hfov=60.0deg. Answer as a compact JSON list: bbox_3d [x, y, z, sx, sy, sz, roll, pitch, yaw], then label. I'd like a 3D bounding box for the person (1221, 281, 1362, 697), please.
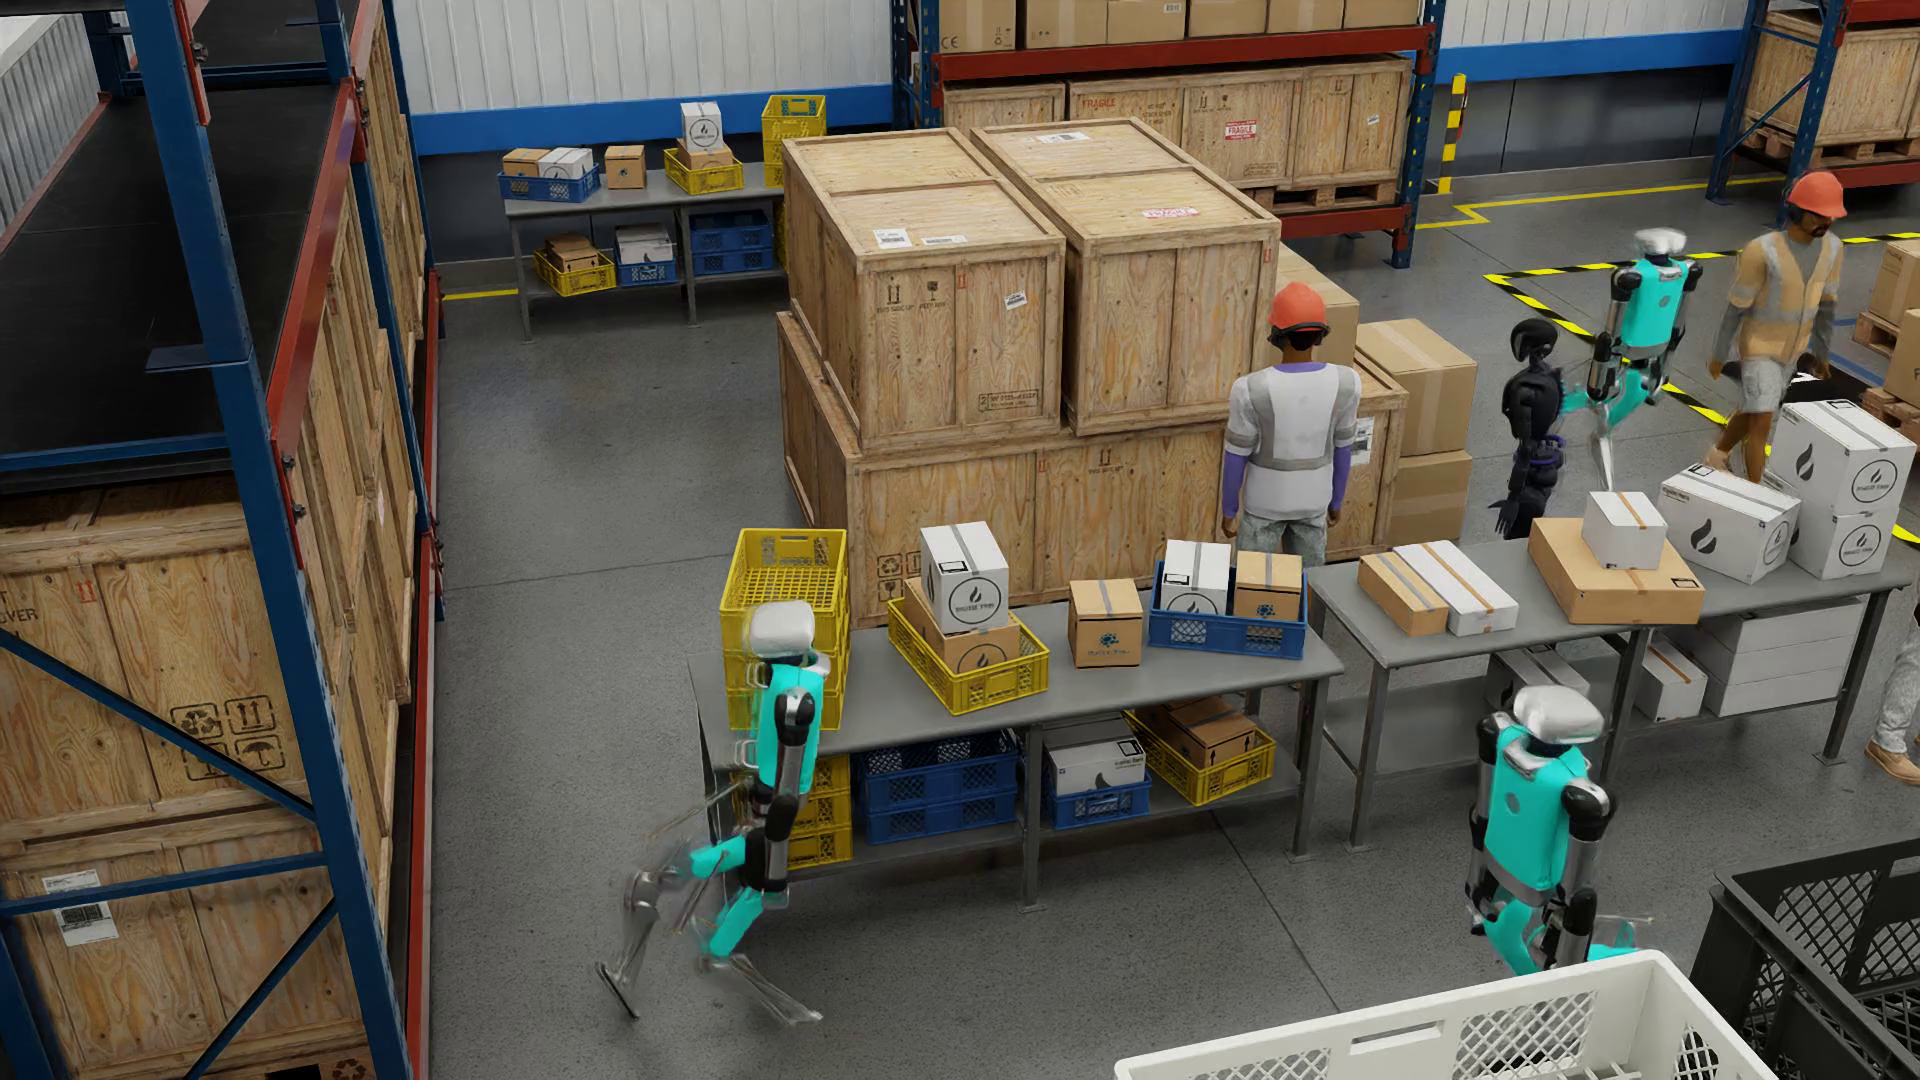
[{"bbox_3d":[1.485,-0.205,7.669,0.600,2.035,0.398,-3,29,-5],"label":"person"}]

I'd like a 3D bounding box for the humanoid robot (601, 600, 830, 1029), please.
[{"bbox_3d":[-0.930,1.030,5.755,1.013,1.760,0.561,-2,29,-4],"label":"humanoid robot"}]

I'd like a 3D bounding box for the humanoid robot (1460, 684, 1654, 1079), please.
[{"bbox_3d":[2.037,1.203,5.466,1.034,1.775,0.539,-11,31,-20],"label":"humanoid robot"}]

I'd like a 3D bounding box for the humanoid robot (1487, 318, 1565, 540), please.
[{"bbox_3d":[2.819,-0.308,8.230,0.410,1.638,0.630,13,31,22],"label":"humanoid robot"}]

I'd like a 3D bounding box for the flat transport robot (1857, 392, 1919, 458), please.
[{"bbox_3d":[6.183,-0.562,10.108,0.652,0.197,1.431,-8,30,-13],"label":"flat transport robot"}]

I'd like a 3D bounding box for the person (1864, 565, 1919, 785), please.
[{"bbox_3d":[4.345,0.208,7.121,0.622,1.837,0.429,-10,30,-18],"label":"person"}]

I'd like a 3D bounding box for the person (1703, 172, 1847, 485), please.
[{"bbox_3d":[4.580,-1.060,9.260,0.628,1.994,0.949,-8,30,-14],"label":"person"}]

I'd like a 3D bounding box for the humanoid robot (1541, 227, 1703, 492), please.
[{"bbox_3d":[3.600,-1.014,9.456,0.543,1.767,0.965,-10,30,-17],"label":"humanoid robot"}]
